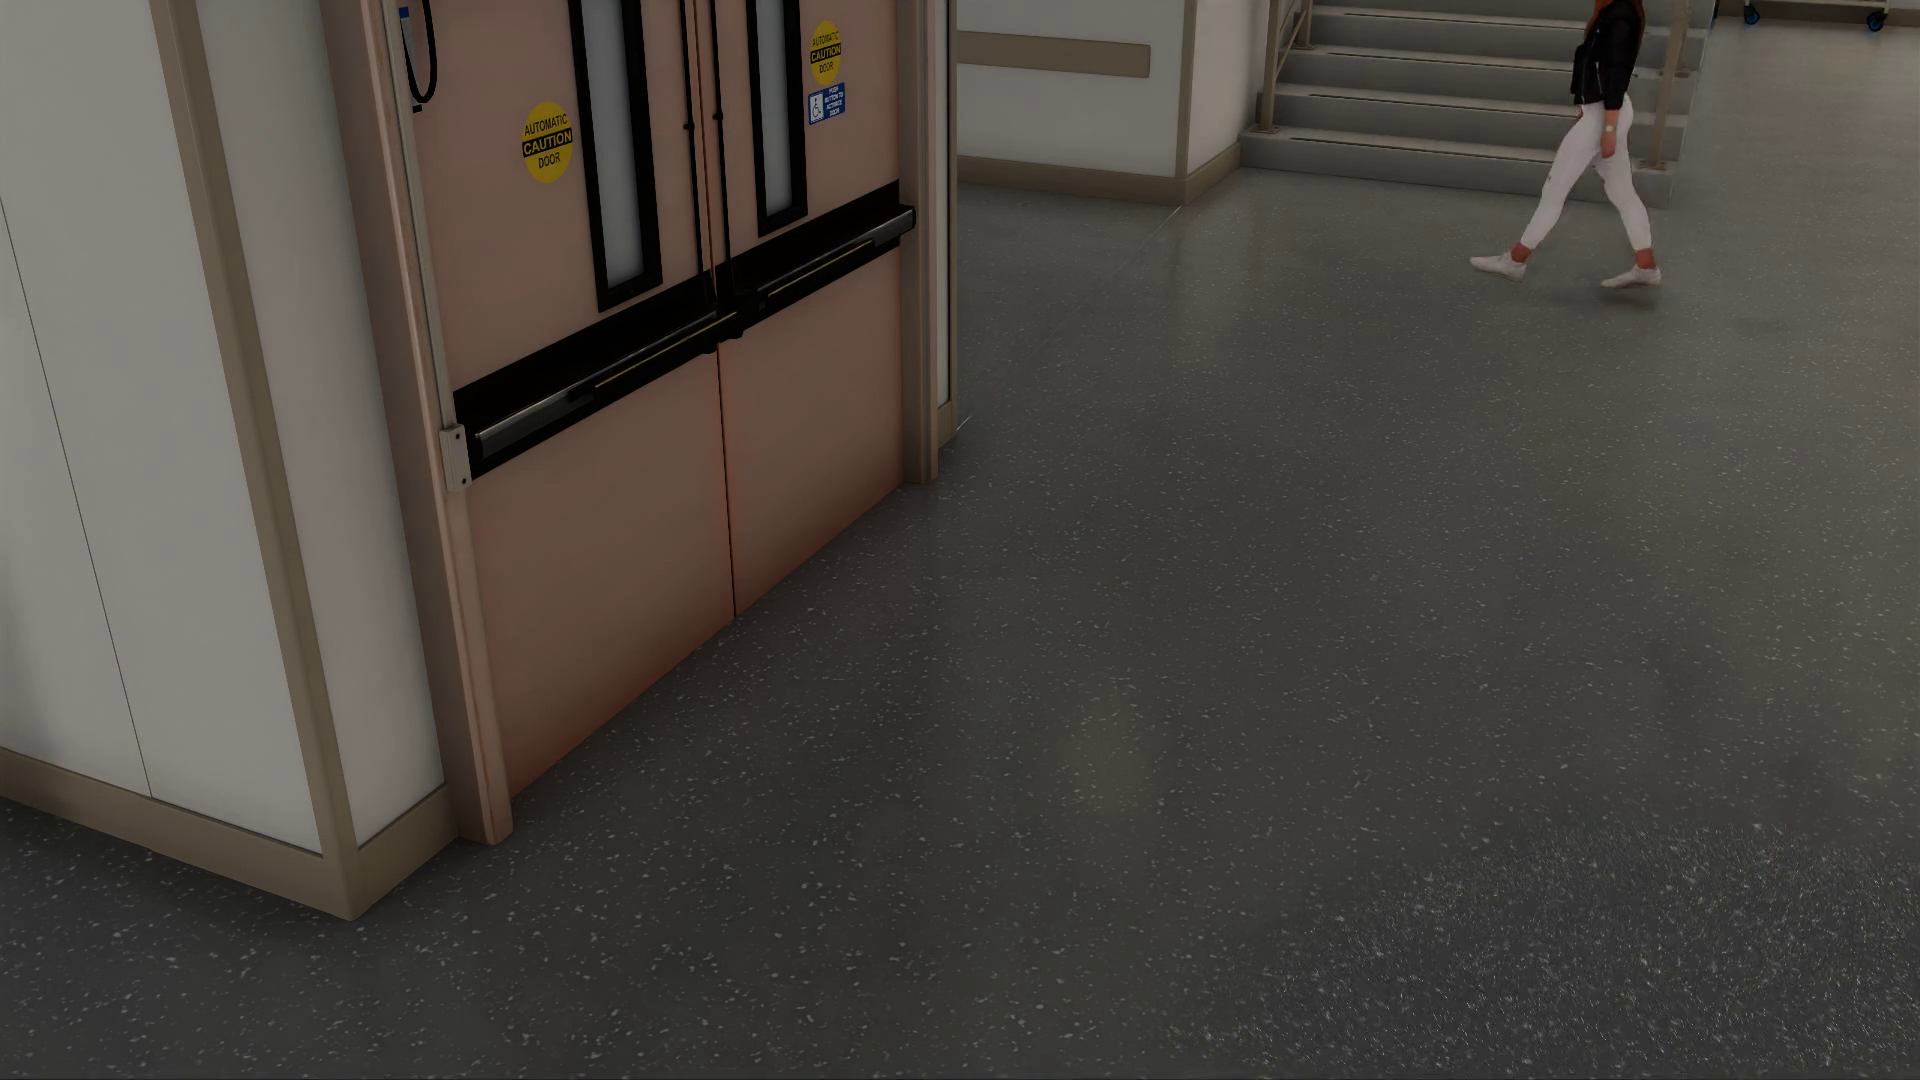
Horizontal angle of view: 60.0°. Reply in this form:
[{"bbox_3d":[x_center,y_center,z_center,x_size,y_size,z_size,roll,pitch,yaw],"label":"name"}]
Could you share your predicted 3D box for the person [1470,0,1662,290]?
[{"bbox_3d":[3.109,-1.949,7.837,0.708,1.658,1.067,13,29,25],"label":"person"}]
